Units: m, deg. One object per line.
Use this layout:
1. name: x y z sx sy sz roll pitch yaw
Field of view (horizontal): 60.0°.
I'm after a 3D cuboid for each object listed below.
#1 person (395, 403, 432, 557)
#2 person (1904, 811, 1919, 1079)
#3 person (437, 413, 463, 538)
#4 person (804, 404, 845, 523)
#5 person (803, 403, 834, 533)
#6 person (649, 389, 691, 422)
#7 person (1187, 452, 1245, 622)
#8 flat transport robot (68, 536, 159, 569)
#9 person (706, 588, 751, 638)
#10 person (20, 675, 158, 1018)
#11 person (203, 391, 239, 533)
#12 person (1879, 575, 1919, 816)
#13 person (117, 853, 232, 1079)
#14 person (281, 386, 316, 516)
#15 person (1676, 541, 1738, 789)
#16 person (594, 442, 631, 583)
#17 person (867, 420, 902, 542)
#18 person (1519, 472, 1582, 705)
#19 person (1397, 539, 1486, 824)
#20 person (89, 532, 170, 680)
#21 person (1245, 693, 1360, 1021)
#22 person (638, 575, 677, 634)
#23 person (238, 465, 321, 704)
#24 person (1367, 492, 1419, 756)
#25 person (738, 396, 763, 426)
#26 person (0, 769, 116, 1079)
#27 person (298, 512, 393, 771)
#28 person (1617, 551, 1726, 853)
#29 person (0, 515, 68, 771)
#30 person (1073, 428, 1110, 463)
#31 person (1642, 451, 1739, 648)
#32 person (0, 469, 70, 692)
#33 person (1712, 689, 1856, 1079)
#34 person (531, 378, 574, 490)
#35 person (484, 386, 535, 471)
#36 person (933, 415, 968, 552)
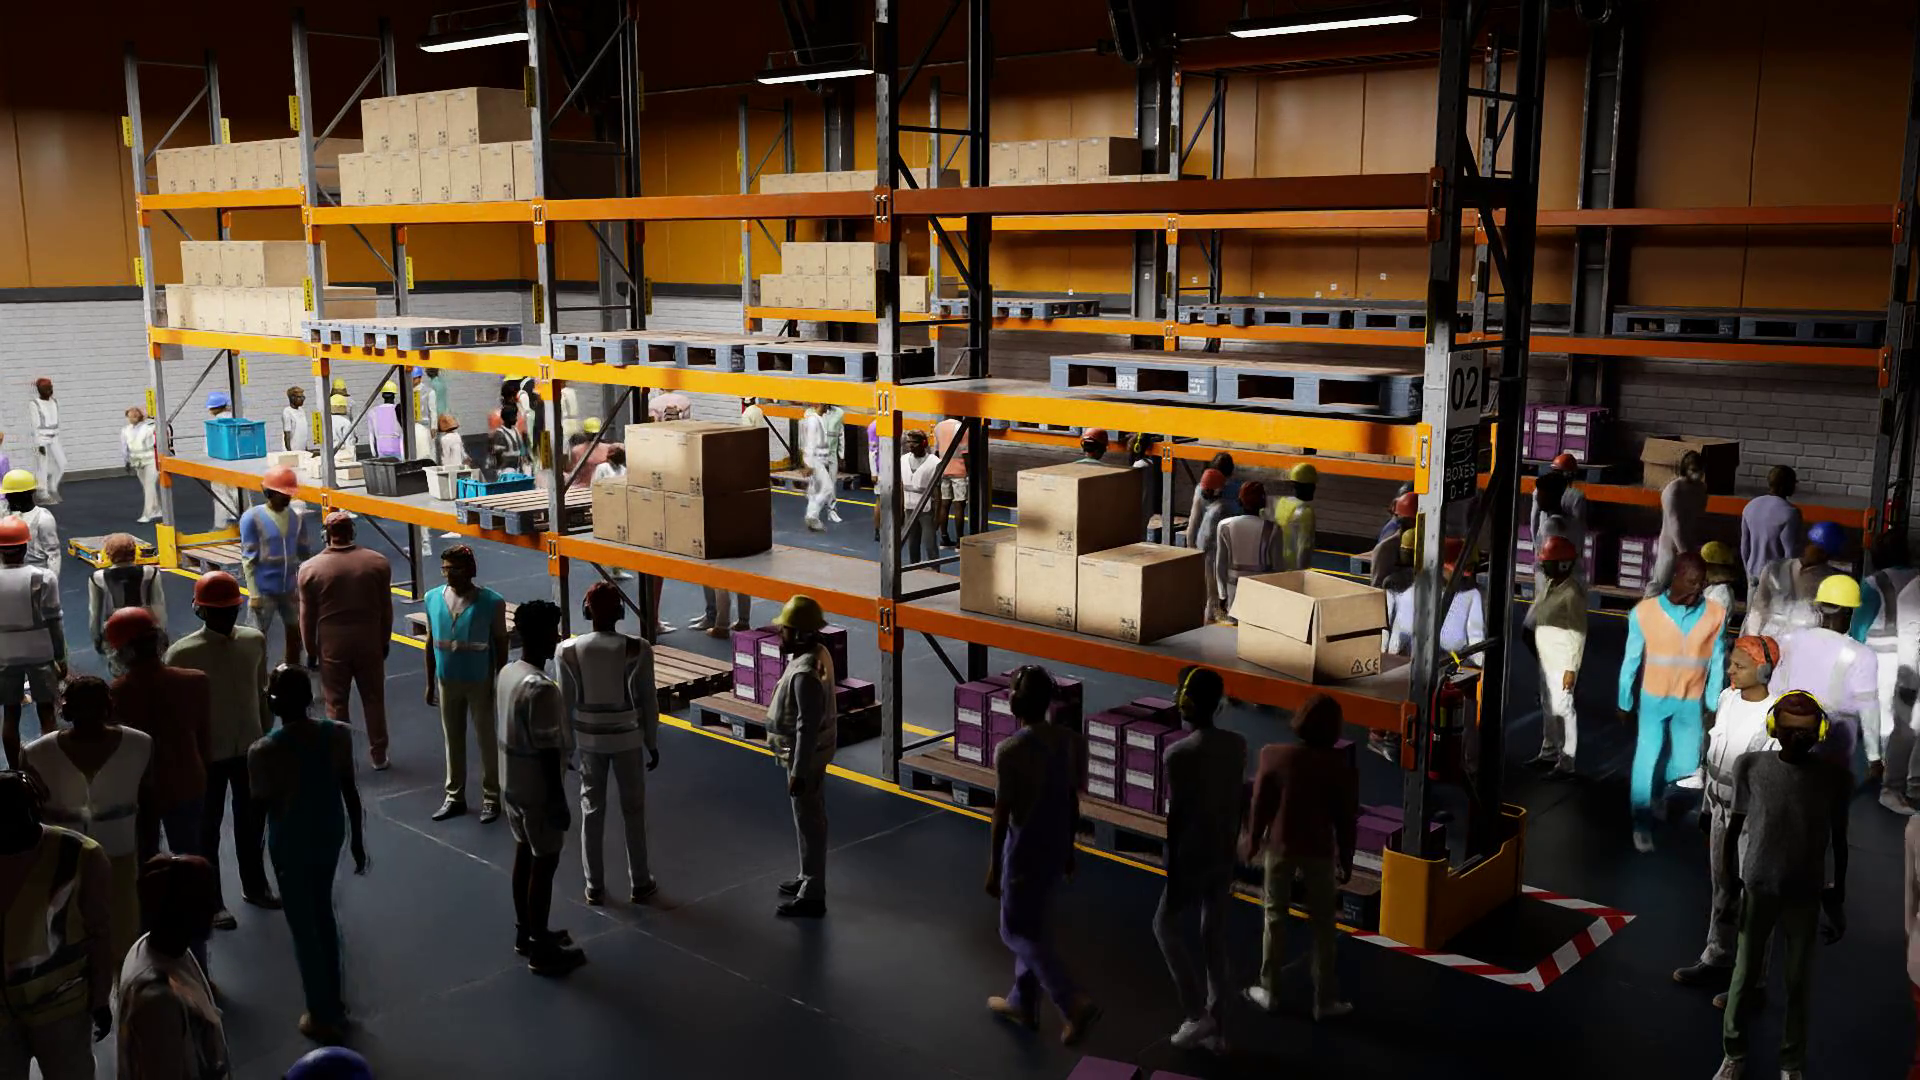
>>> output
1. person: -6.689 -0.752 20.369 0.464 1.899 0.607 0 10 1
2. person: 3.874 1.714 6.303 0.421 1.949 0.791 -2 10 -10
3. person: -6.606 -0.840 21.613 0.280 1.626 0.504 1 10 6
4. person: -1.855 -1.181 22.753 0.593 1.911 0.388 -5 11 -26
5. person: -1.861 -1.015 21.941 0.458 1.857 0.590 1 10 4
6. person: -4.171 -1.403 23.911 0.627 1.940 0.372 -6 12 -30
7. person: 2.492 0.040 16.162 0.652 1.790 0.941 -3 11 -18
8. flat transport robot: -10.197 0.122 20.004 0.652 0.197 1.431 -9 13 -40
9. person: -2.257 0.026 16.105 0.429 1.842 0.635 9 13 41
10. person: -4.104 1.501 7.899 0.573 1.802 0.959 -5 11 -27
11. person: -9.591 -0.994 21.661 0.540 1.916 0.649 3 10 17
12. person: 6.469 0.900 11.048 0.646 1.892 0.398 -5 11 -26
13. person: -2.496 1.912 5.355 0.370 1.879 0.578 -4 11 -23
14. person: -9.262 -1.225 23.216 0.347 1.838 0.501 1 10 5
15. person: 5.225 0.868 11.625 0.295 1.744 0.489 6 12 31
16. person: -3.879 -0.280 18.516 0.323 1.610 0.607 7 12 33
17. person: -0.913 -0.917 21.215 0.391 1.925 0.550 9 13 41
18. person: 4.848 0.420 13.589 0.453 1.940 0.645 8 13 37
19. person: 3.192 0.910 11.024 0.543 1.870 0.958 -2 10 -9
20. person: -6.325 0.743 12.681 0.535 1.613 0.566 -4 11 -23
21. person: 1.675 1.547 8.169 0.564 1.610 0.310 3 11 18
22. person: -3.008 -0.024 16.214 0.402 1.909 0.598 -6 12 -30
23. person: -5.621 0.389 13.567 0.597 2.017 0.795 6 12 31
24. person: 3.306 0.619 12.361 0.620 1.986 0.409 -6 12 -31
25. person: -3.058 -1.370 24.281 0.367 1.742 0.568 3 10 16
26. person: -3.535 1.760 6.302 0.619 1.845 0.430 -2 10 -12
27. person: -4.400 0.739 11.961 0.640 1.892 0.394 -5 11 -26
28. person: 4.462 0.984 10.503 0.633 1.903 0.563 0 10 3
29. person: -6.465 0.792 11.491 0.545 1.942 0.354 -3 10 -15
30. person: 1.318 -0.119 16.407 0.610 2.032 0.405 9 13 41
31. person: 6.830 0.104 15.558 0.637 1.869 1.067 -6 12 -31
32. person: -7.800 0.356 14.005 0.593 1.922 0.378 7 12 33
33. person: 3.622 1.566 7.330 0.532 1.867 0.316 5 11 26
34. person: -5.763 -1.348 23.580 0.947 1.952 0.630 -6 12 -29
35. person: -6.292 -1.209 23.016 0.927 1.892 0.645 5 11 24
36. person: -0.058 -0.835 20.641 0.378 1.959 0.604 -10 14 -44
